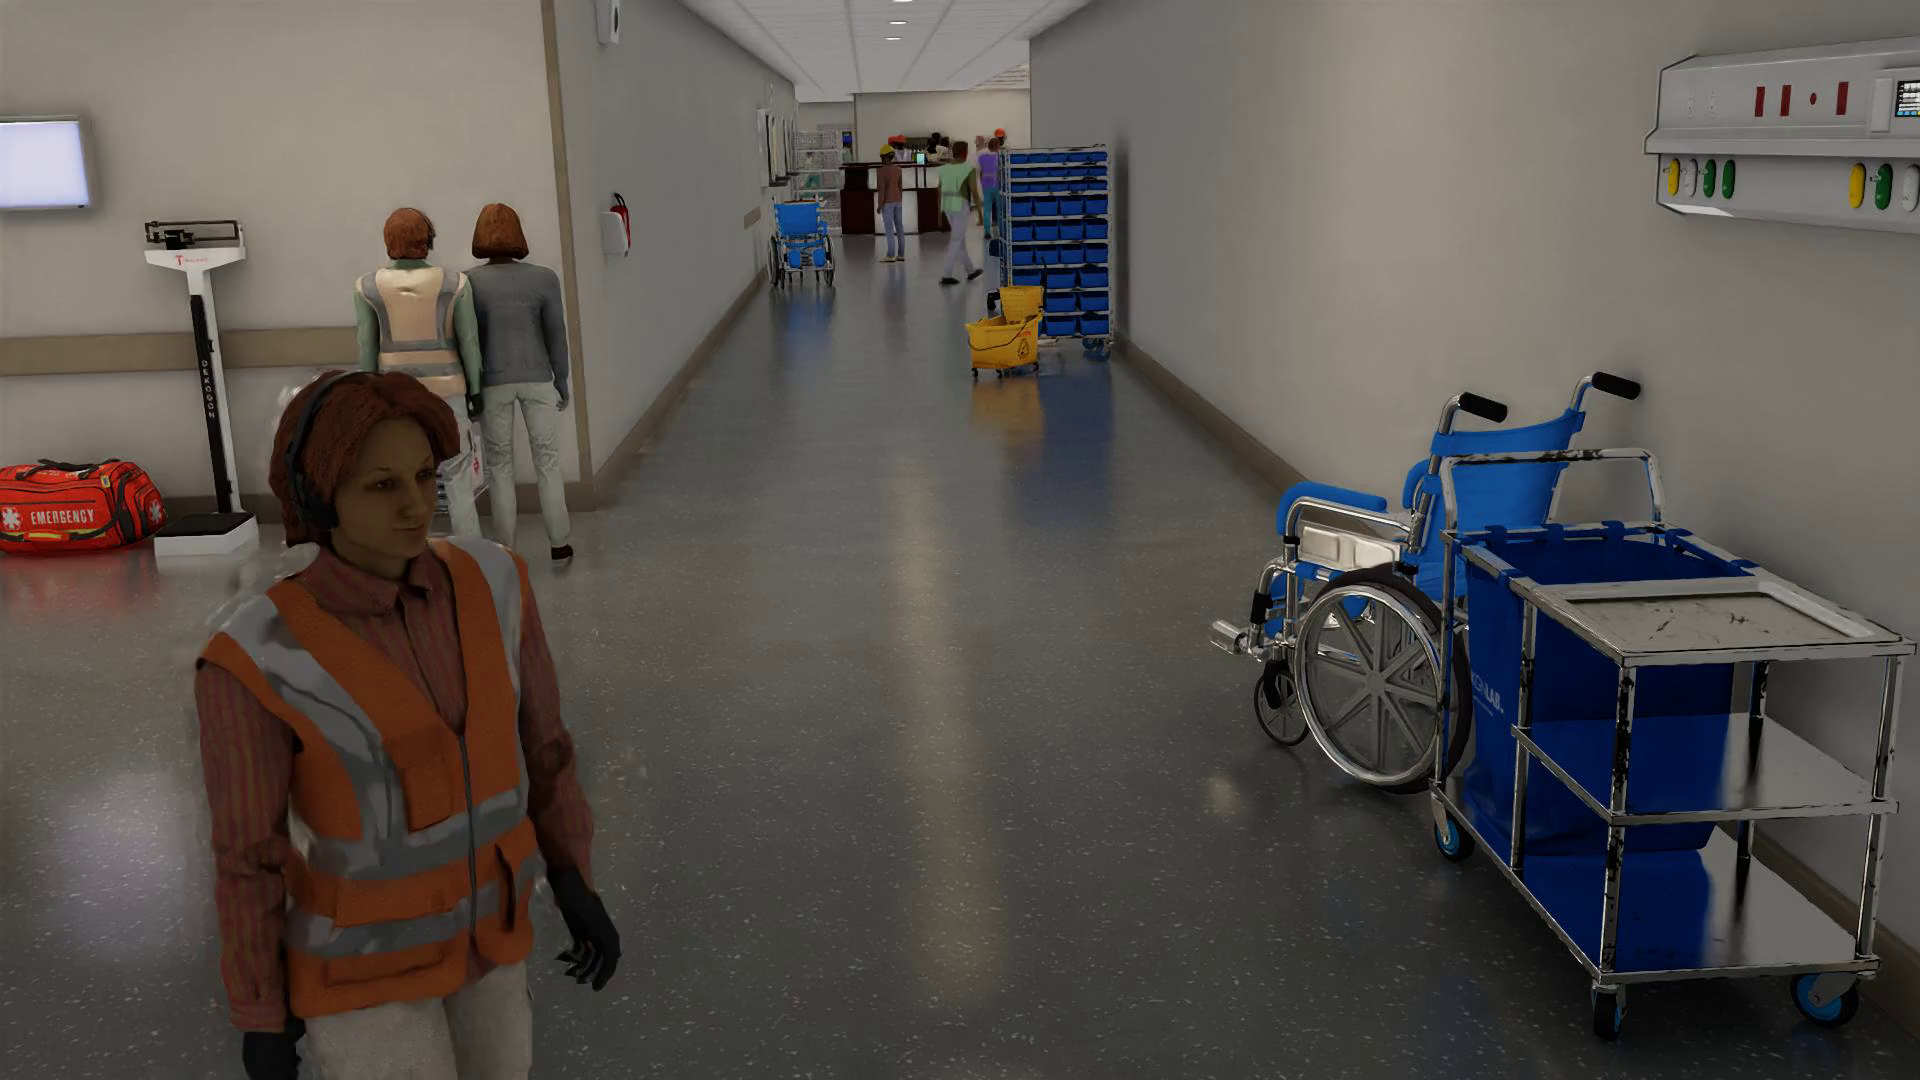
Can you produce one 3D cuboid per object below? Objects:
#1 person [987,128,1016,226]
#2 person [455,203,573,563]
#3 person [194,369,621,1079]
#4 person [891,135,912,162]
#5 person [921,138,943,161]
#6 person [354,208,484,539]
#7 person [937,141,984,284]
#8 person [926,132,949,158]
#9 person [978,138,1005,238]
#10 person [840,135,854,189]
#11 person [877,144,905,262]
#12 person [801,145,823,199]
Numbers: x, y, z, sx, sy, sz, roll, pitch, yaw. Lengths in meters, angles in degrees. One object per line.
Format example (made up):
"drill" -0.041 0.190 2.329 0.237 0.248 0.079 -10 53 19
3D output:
"person" 0.847 -7.482 34.326 0.622 1.992 0.395 0 14 6
"person" -2.000 -0.681 7.467 0.499 1.633 0.285 -6 14 -18
"person" -0.803 0.553 2.299 0.705 1.611 0.515 6 16 29
"person" -1.428 -8.936 40.715 0.546 1.929 0.391 -6 14 -18
"person" -0.622 -8.204 37.814 0.625 1.838 0.430 -10 16 -31
"person" -2.343 -0.621 7.272 0.519 1.632 0.313 -4 14 -9
"person" 0.022 -4.219 21.441 0.587 1.787 0.978 11 18 41
"person" -0.567 -9.171 41.500 0.614 1.962 0.365 -4 14 -8
"person" 0.625 -6.439 30.455 0.570 1.813 0.847 3 15 20
"person" -2.896 -9.443 42.929 0.388 1.947 0.615 -6 14 -17
"person" -1.072 -5.116 25.310 0.328 1.769 0.526 10 18 40
"person" -4.320 -10.426 47.589 0.892 1.714 0.549 -8 15 -25
